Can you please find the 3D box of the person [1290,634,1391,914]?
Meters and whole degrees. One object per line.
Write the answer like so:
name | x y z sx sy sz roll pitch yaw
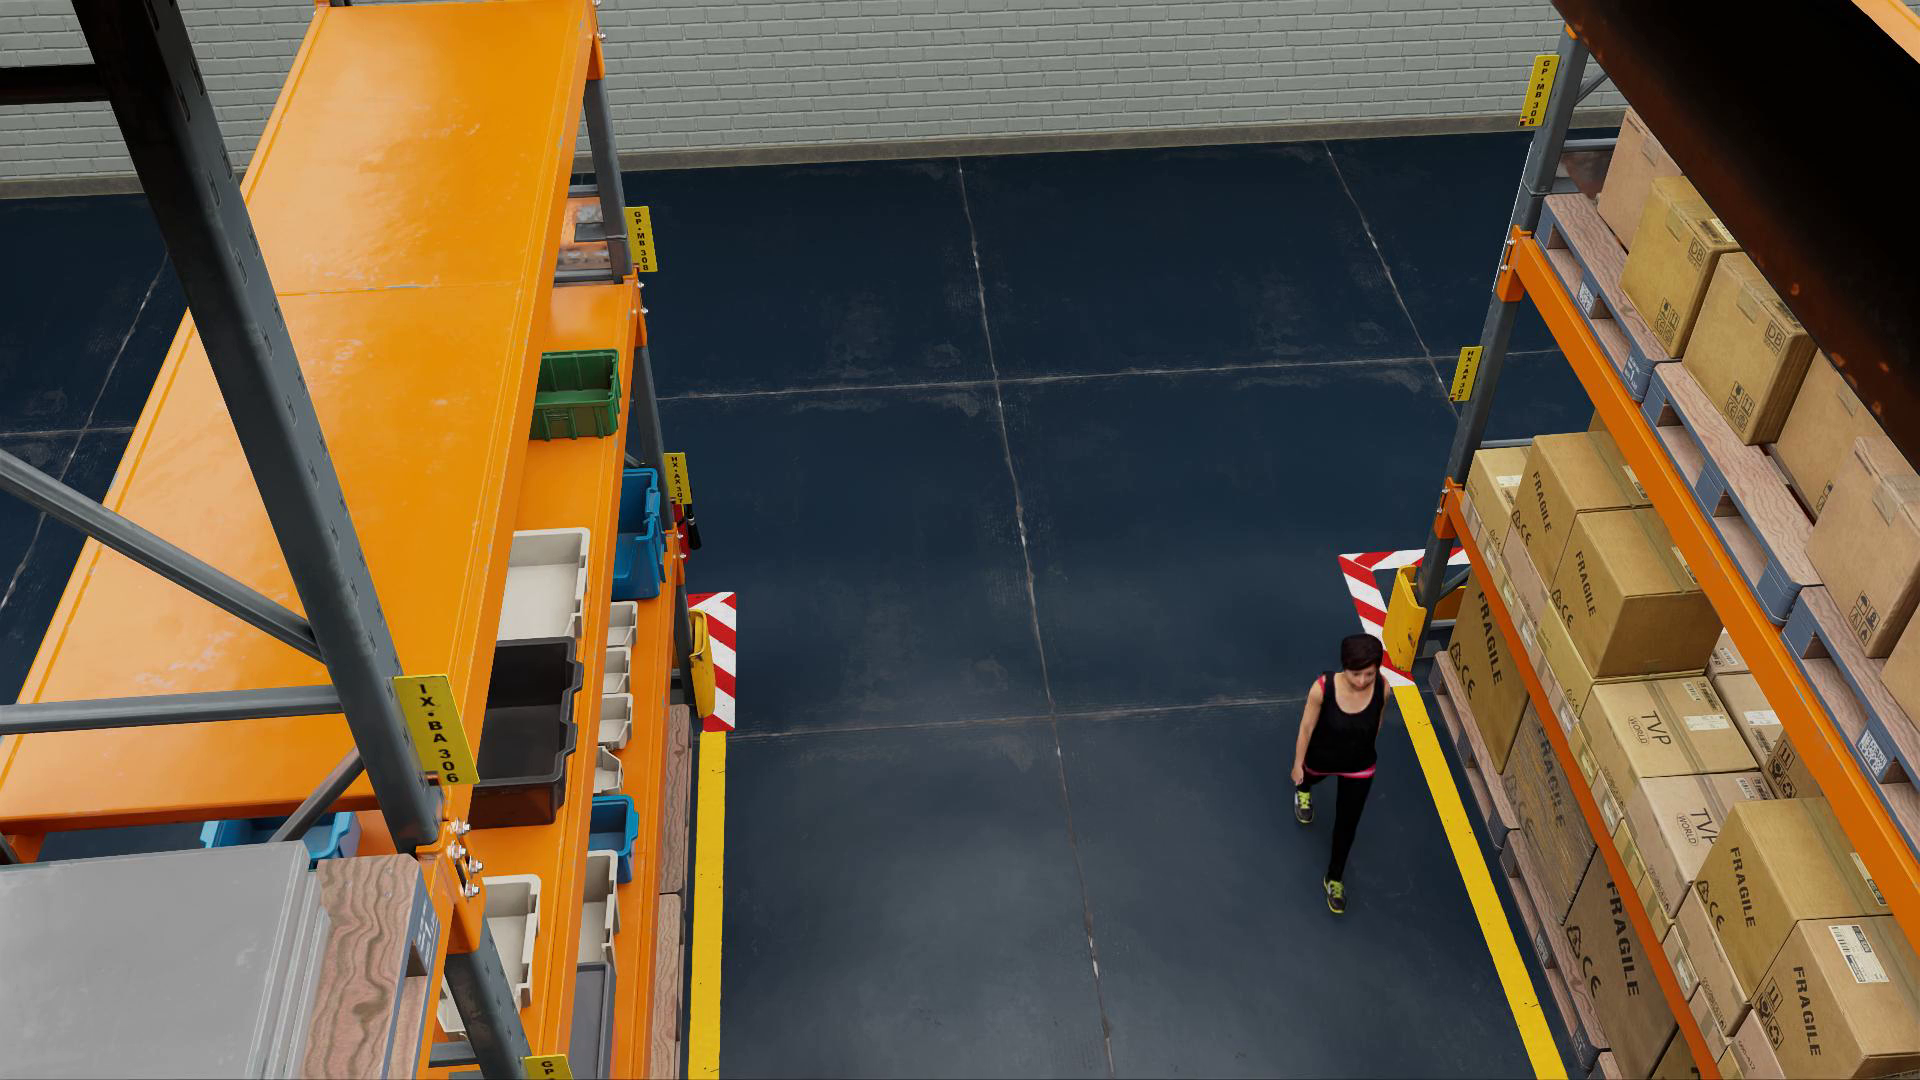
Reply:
person | 1.791 0.964 7.961 0.634 1.514 1.055 1 43 1
